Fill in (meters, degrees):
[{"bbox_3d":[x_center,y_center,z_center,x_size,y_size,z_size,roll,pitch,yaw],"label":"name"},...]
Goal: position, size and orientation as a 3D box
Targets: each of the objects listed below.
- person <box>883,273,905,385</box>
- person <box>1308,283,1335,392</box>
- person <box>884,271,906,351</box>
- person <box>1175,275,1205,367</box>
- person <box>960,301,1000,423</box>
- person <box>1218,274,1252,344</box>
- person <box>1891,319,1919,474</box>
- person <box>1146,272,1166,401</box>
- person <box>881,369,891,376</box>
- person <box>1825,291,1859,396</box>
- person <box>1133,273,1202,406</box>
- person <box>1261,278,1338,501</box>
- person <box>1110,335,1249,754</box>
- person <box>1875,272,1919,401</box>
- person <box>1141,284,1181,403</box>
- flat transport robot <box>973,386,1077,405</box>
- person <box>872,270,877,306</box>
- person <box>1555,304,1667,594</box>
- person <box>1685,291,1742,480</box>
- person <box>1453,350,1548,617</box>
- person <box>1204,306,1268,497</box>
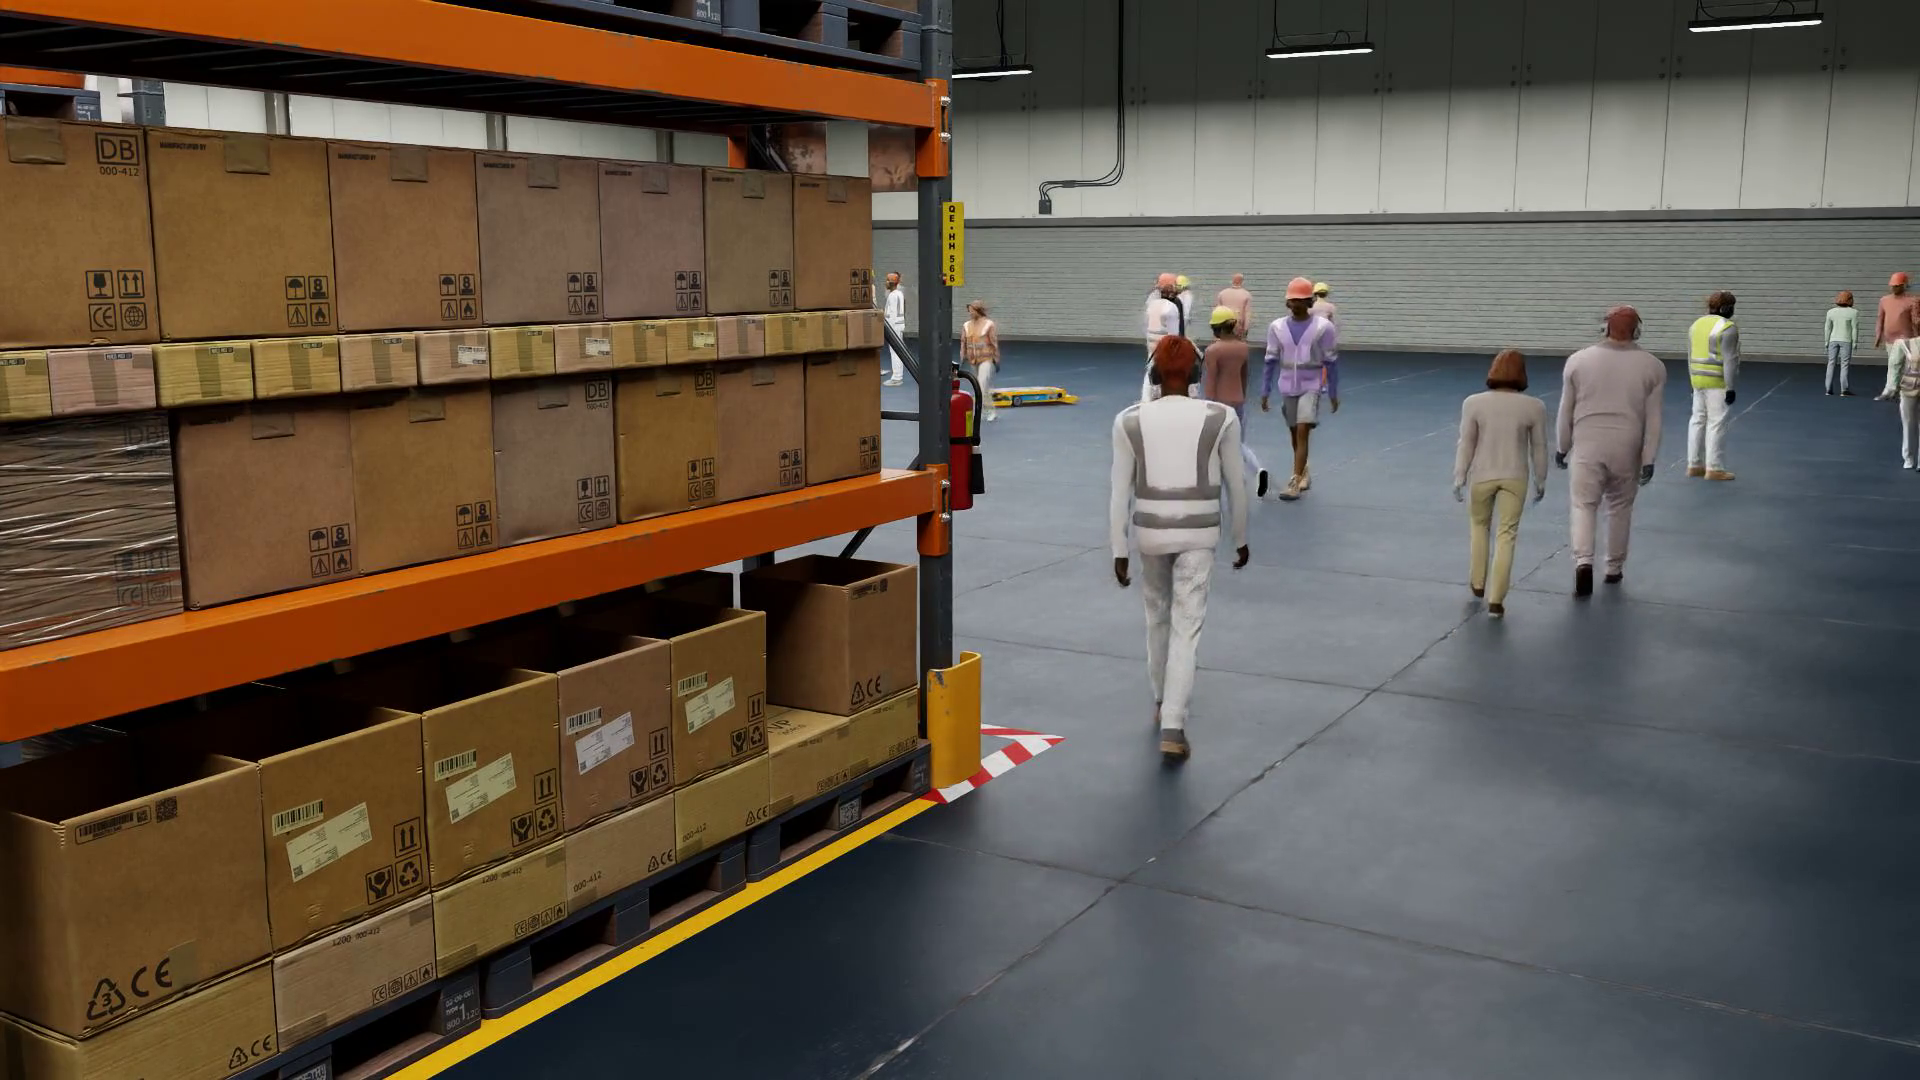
[{"bbox_3d":[-1.118,-3.546,28.062,0.355,1.883,0.573,2,10,10],"label":"person"},{"bbox_3d":[5.741,-3.240,26.656,0.546,1.748,0.515,-2,10,-13],"label":"person"},{"bbox_3d":[-1.487,-5.216,37.995,0.530,1.836,0.918,-6,11,-31],"label":"person"},{"bbox_3d":[4.373,-4.208,32.167,0.805,1.811,0.584,-2,10,-14],"label":"person"},{"bbox_3d":[0.275,-2.317,21.710,0.522,1.601,0.846,7,12,36],"label":"person"},{"bbox_3d":[4.973,-3.902,30.227,0.650,1.863,0.986,4,11,24],"label":"person"},{"bbox_3d":[9.677,-1.473,16.769,0.516,1.595,0.852,6,11,32],"label":"person"},{"bbox_3d":[2.960,-2.963,24.491,0.354,1.936,0.635,-4,11,-24],"label":"person"},{"bbox_3d":[-1.690,-3.760,29.772,0.882,1.724,0.565,-4,11,-24],"label":"person"},{"bbox_3d":[13.790,-3.074,26.022,0.282,1.634,0.498,-7,12,-36],"label":"person"},{"bbox_3d":[3.033,-2.853,23.876,1.060,1.932,0.620,-1,10,-8],"label":"person"},{"bbox_3d":[3.098,-1.385,15.125,0.641,1.992,1.066,6,11,30],"label":"person"},{"bbox_3d":[0.968,0.006,7.443,0.591,1.838,0.999,3,10,19],"label":"person"},{"bbox_3d":[14.200,-3.066,25.077,0.943,1.953,0.596,-4,11,-25],"label":"person"},{"bbox_3d":[2.858,-2.633,22.981,0.801,1.790,0.677,-6,11,-32],"label":"person"},{"bbox_3d":[0.948,-2.124,24.450,1.431,0.197,0.652,-5,11,-29],"label":"flat transport robot"},{"bbox_3d":[-1.998,-4.930,36.040,0.587,1.926,0.368,10,14,44],"label":"person"},{"bbox_3d":[4.211,-0.592,10.813,0.646,1.874,0.914,4,10,21],"label":"person"},{"bbox_3d":[7.382,-1.511,16.268,0.429,1.841,0.634,-2,10,-12],"label":"person"},{"bbox_3d":[3.329,-0.364,10.239,0.535,1.597,0.795,4,10,20],"label":"person"},{"bbox_3d":[2.413,-1.210,14.787,0.525,1.737,0.707,-6,11,-32],"label":"person"}]
